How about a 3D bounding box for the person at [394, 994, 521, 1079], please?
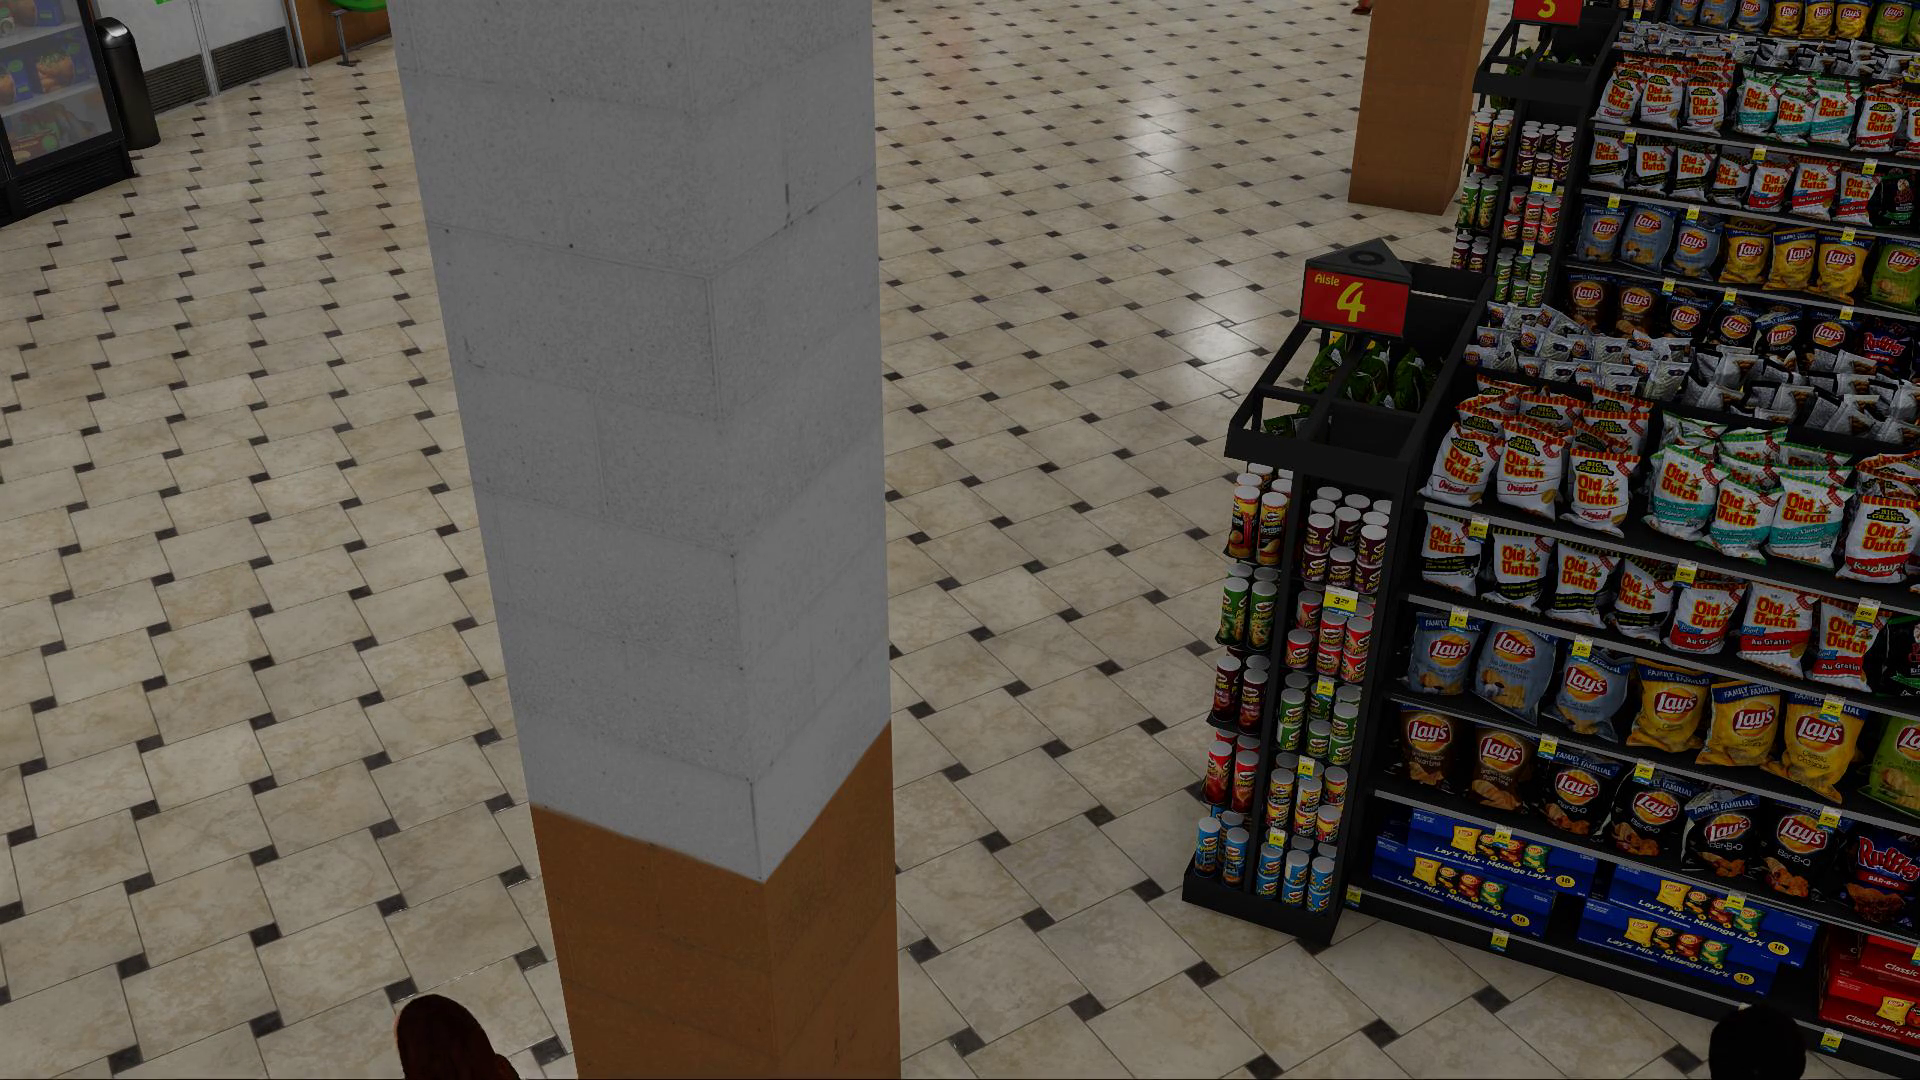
[{"bbox_3d":[-1.157,1.738,4.131,0.944,1.448,0.563,14,34,21],"label":"person"}]
